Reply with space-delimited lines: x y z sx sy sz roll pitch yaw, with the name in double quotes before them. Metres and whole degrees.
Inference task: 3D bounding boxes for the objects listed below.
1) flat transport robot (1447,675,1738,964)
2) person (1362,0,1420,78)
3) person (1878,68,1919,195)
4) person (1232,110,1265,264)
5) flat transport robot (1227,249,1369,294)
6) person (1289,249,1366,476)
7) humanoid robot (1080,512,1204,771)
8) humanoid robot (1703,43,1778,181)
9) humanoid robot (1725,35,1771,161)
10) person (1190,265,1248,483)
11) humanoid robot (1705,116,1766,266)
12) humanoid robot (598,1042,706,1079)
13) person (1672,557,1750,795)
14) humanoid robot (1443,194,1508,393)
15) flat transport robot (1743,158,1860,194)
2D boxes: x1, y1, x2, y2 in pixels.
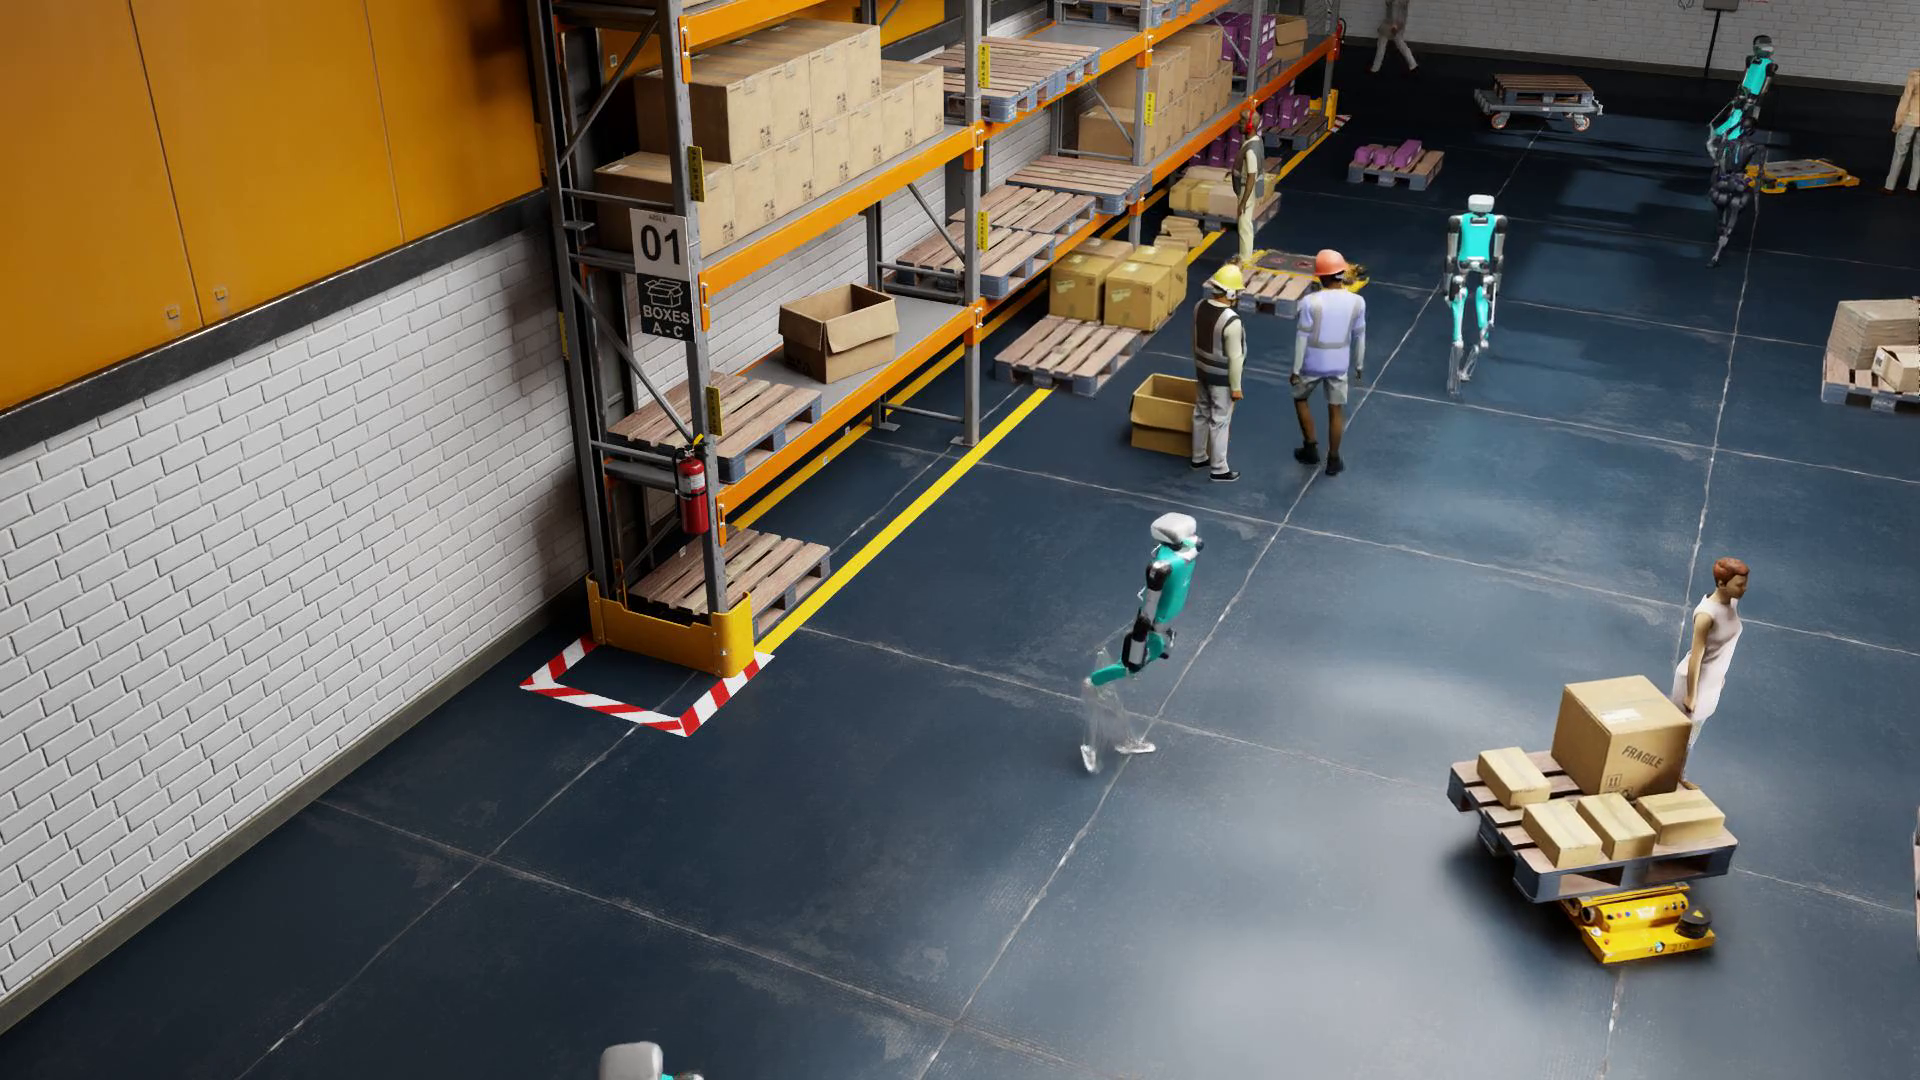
"flat transport robot" 3.554 1.802 9.387 0.659 0.231 1.431 -6 29 -10
"person" 6.971 -8.277 26.466 0.851 1.800 0.507 21 35 34
"person" 11.961 -5.238 20.766 0.558 1.868 0.390 0 28 -1
"person" 3.098 -3.721 17.966 0.391 1.846 0.562 4 29 8
"flat transport robot" 3.668 -2.907 18.119 1.431 0.231 0.659 16 32 27
"person" 3.025 -1.468 13.718 0.654 1.909 0.513 -2 28 -5
"humanoid robot" 0.982 0.589 10.085 0.863 1.772 0.561 18 33 30
"humanoid robot" 9.845 -5.403 21.193 0.737 1.786 0.536 -5 29 -10
"humanoid robot" 10.497 -5.870 22.131 0.324 1.655 0.591 6 29 11
"person" 2.127 -1.358 13.609 0.404 1.824 0.586 -14 31 -23
"humanoid robot" 8.613 -3.897 18.519 0.783 1.625 0.601 -25 37 -38
"humanoid robot" -1.102 2.701 6.190 0.568 1.726 1.045 -8 29 -14
"person" 4.331 0.842 9.697 0.286 1.661 0.443 24 37 38
"humanoid robot" 4.722 -2.176 15.338 0.551 1.896 0.742 4 29 7
"flat transport robot" 10.759 -4.679 21.404 1.431 0.231 0.659 -8 29 -14
